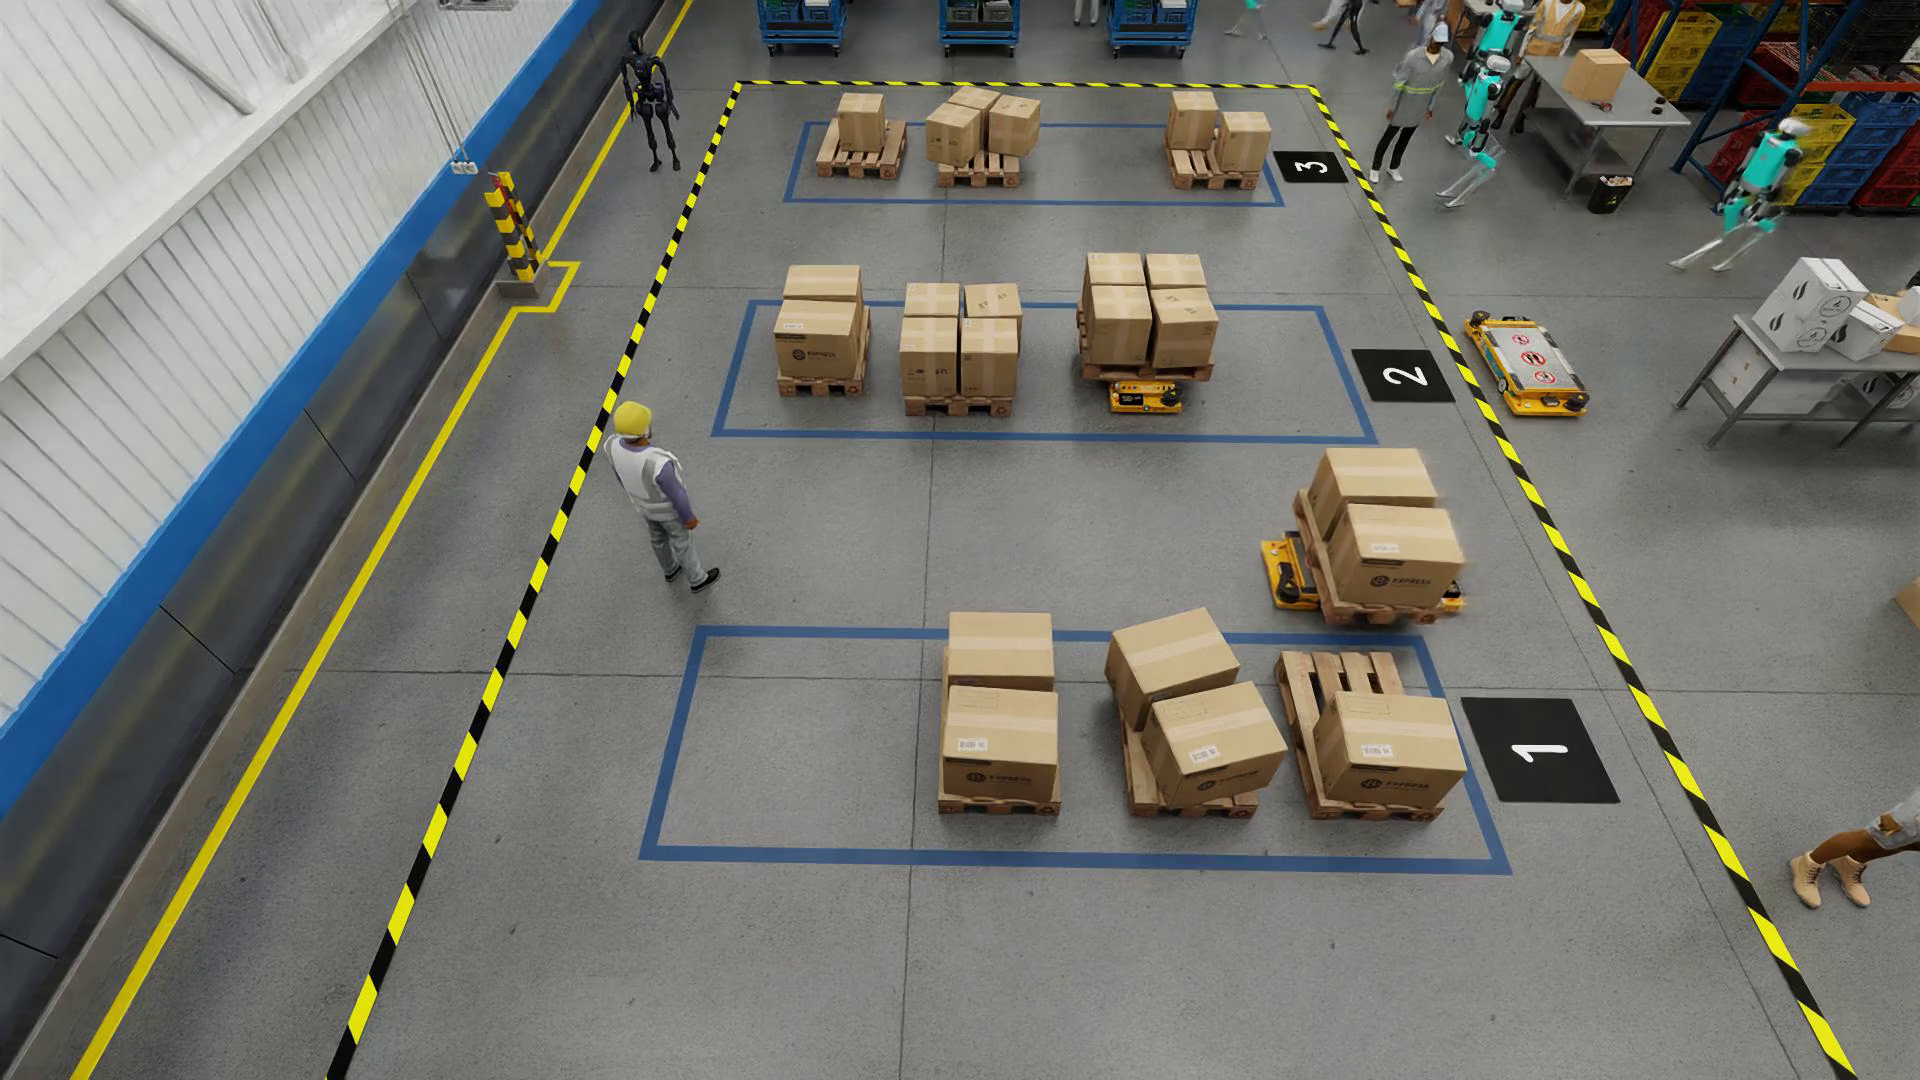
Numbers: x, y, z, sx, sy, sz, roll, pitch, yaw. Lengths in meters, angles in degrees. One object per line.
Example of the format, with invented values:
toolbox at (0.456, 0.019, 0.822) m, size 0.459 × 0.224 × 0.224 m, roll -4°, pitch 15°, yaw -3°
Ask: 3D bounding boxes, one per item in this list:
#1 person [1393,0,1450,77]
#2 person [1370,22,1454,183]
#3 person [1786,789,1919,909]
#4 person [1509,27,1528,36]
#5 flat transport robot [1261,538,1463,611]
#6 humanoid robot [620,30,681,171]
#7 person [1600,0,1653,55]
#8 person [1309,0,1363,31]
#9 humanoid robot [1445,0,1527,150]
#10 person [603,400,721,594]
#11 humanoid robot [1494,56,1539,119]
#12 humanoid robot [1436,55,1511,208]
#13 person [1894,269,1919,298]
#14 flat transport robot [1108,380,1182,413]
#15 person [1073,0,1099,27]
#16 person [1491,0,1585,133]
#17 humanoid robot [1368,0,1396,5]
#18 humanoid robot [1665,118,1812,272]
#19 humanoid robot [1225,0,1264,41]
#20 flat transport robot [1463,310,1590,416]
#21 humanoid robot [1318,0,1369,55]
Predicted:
person at (6.718, -7.408, 12.999) m, size 0.591 × 1.686 × 0.557 m, roll 31°, pitch 56°, yaw 24°
person at (5.436, -5.215, 11.000) m, size 0.589 × 1.852 × 0.397 m, roll -2°, pitch 49°, yaw -2°
person at (5.482, 1.530, 5.039) m, size 0.613 × 2.037 × 0.382 m, roll 1°, pitch 49°, yaw 0°
person at (8.908, -8.867, 14.035) m, size 0.613 × 2.045 × 0.366 m, roll -23°, pitch 53°, yaw -18°
flat transport robot at (3.195, 0.240, 7.307) m, size 1.431 × 0.197 × 0.652 m, roll 1°, pitch 49°, yaw 1°
humanoid robot at (-3.769, -5.360, 11.231) m, size 0.599 × 1.657 × 0.315 m, roll -1°, pitch 49°, yaw -1°
person at (10.211, -8.199, 13.566) m, size 0.733 × 1.889 × 0.362 m, roll 18°, pitch 52°, yaw 15°
person at (6.057, -8.876, 14.202) m, size 0.770 × 1.800 × 0.701 m, roll 24°, pitch 53°, yaw 19°
humanoid robot at (6.628, -5.740, 11.611) m, size 0.564 × 1.912 × 0.707 m, roll 3°, pitch 49°, yaw 3°
person at (-2.190, -0.290, 6.750) m, size 0.599 × 1.831 × 0.404 m, roll 23°, pitch 53°, yaw 19°
humanoid robot at (7.726, -6.505, 12.255) m, size 0.623 × 1.637 × 0.608 m, roll -5°, pitch 49°, yaw -4°
humanoid robot at (6.042, -4.652, 10.499) m, size 0.735 × 1.677 × 0.533 m, roll 0°, pitch 49°, yaw 0°
person at (10.351, -3.177, 9.250) m, size 0.337 × 1.839 × 0.503 m, roll -32°, pitch 56°, yaw -25°
flat transport robot at (1.773, -1.807, 9.079) m, size 0.652 × 0.197 × 1.431 m, roll 1°, pitch 49°, yaw 1°
person at (2.066, -9.042, 14.328) m, size 0.564 × 1.832 × 0.398 m, roll 3°, pitch 49°, yaw 3°
person at (7.545, -6.311, 11.889) m, size 0.547 × 1.942 × 0.345 m, roll 18°, pitch 51°, yaw 15°
humanoid robot at (7.286, -9.680, 15.017) m, size 0.761 × 1.617 × 0.615 m, roll 3°, pitch 49°, yaw 3°
humanoid robot at (8.327, -3.530, 9.609) m, size 1.004 × 1.742 × 0.543 m, roll -9°, pitch 50°, yaw -8°
humanoid robot at (4.516, -8.550, 14.027) m, size 0.810 × 1.879 × 0.556 m, roll 12°, pitch 50°, yaw 10°
flat transport robot at (5.573, -1.757, 9.054) m, size 0.659 × 0.231 × 1.431 m, roll 1°, pitch 49°, yaw 1°
humanoid robot at (5.944, -8.111, 13.662) m, size 0.745 × 1.644 × 0.602 m, roll 16°, pitch 51°, yaw 13°
